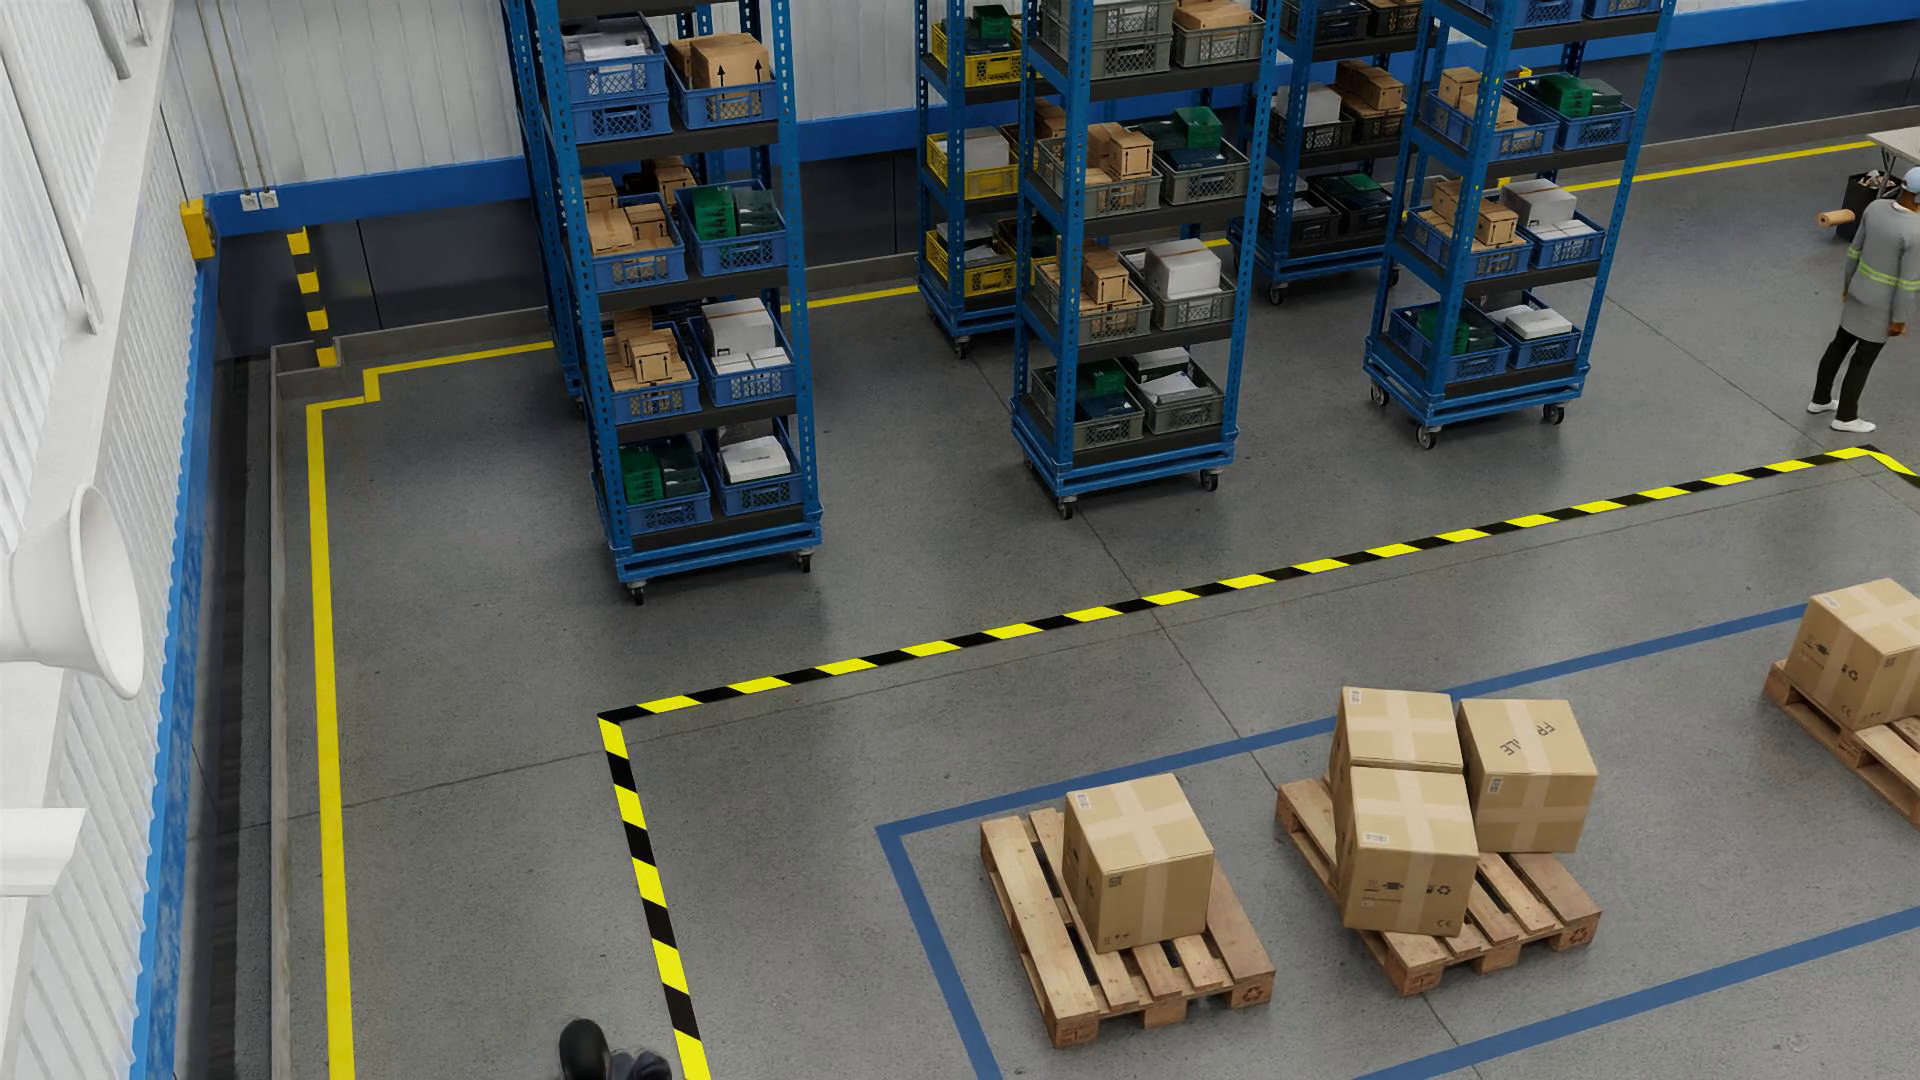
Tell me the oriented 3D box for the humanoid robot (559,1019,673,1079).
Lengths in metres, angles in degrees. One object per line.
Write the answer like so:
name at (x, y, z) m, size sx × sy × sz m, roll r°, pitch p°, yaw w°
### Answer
humanoid robot at (-1.202, 2.167, 5.766) m, size 0.608 × 1.635 × 0.385 m, roll -19°, pitch 40°, yaw -25°

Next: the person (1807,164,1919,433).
person at (6.042, -1.591, 10.938) m, size 0.396 × 1.852 × 0.589 m, roll -6°, pitch 36°, yaw -9°
